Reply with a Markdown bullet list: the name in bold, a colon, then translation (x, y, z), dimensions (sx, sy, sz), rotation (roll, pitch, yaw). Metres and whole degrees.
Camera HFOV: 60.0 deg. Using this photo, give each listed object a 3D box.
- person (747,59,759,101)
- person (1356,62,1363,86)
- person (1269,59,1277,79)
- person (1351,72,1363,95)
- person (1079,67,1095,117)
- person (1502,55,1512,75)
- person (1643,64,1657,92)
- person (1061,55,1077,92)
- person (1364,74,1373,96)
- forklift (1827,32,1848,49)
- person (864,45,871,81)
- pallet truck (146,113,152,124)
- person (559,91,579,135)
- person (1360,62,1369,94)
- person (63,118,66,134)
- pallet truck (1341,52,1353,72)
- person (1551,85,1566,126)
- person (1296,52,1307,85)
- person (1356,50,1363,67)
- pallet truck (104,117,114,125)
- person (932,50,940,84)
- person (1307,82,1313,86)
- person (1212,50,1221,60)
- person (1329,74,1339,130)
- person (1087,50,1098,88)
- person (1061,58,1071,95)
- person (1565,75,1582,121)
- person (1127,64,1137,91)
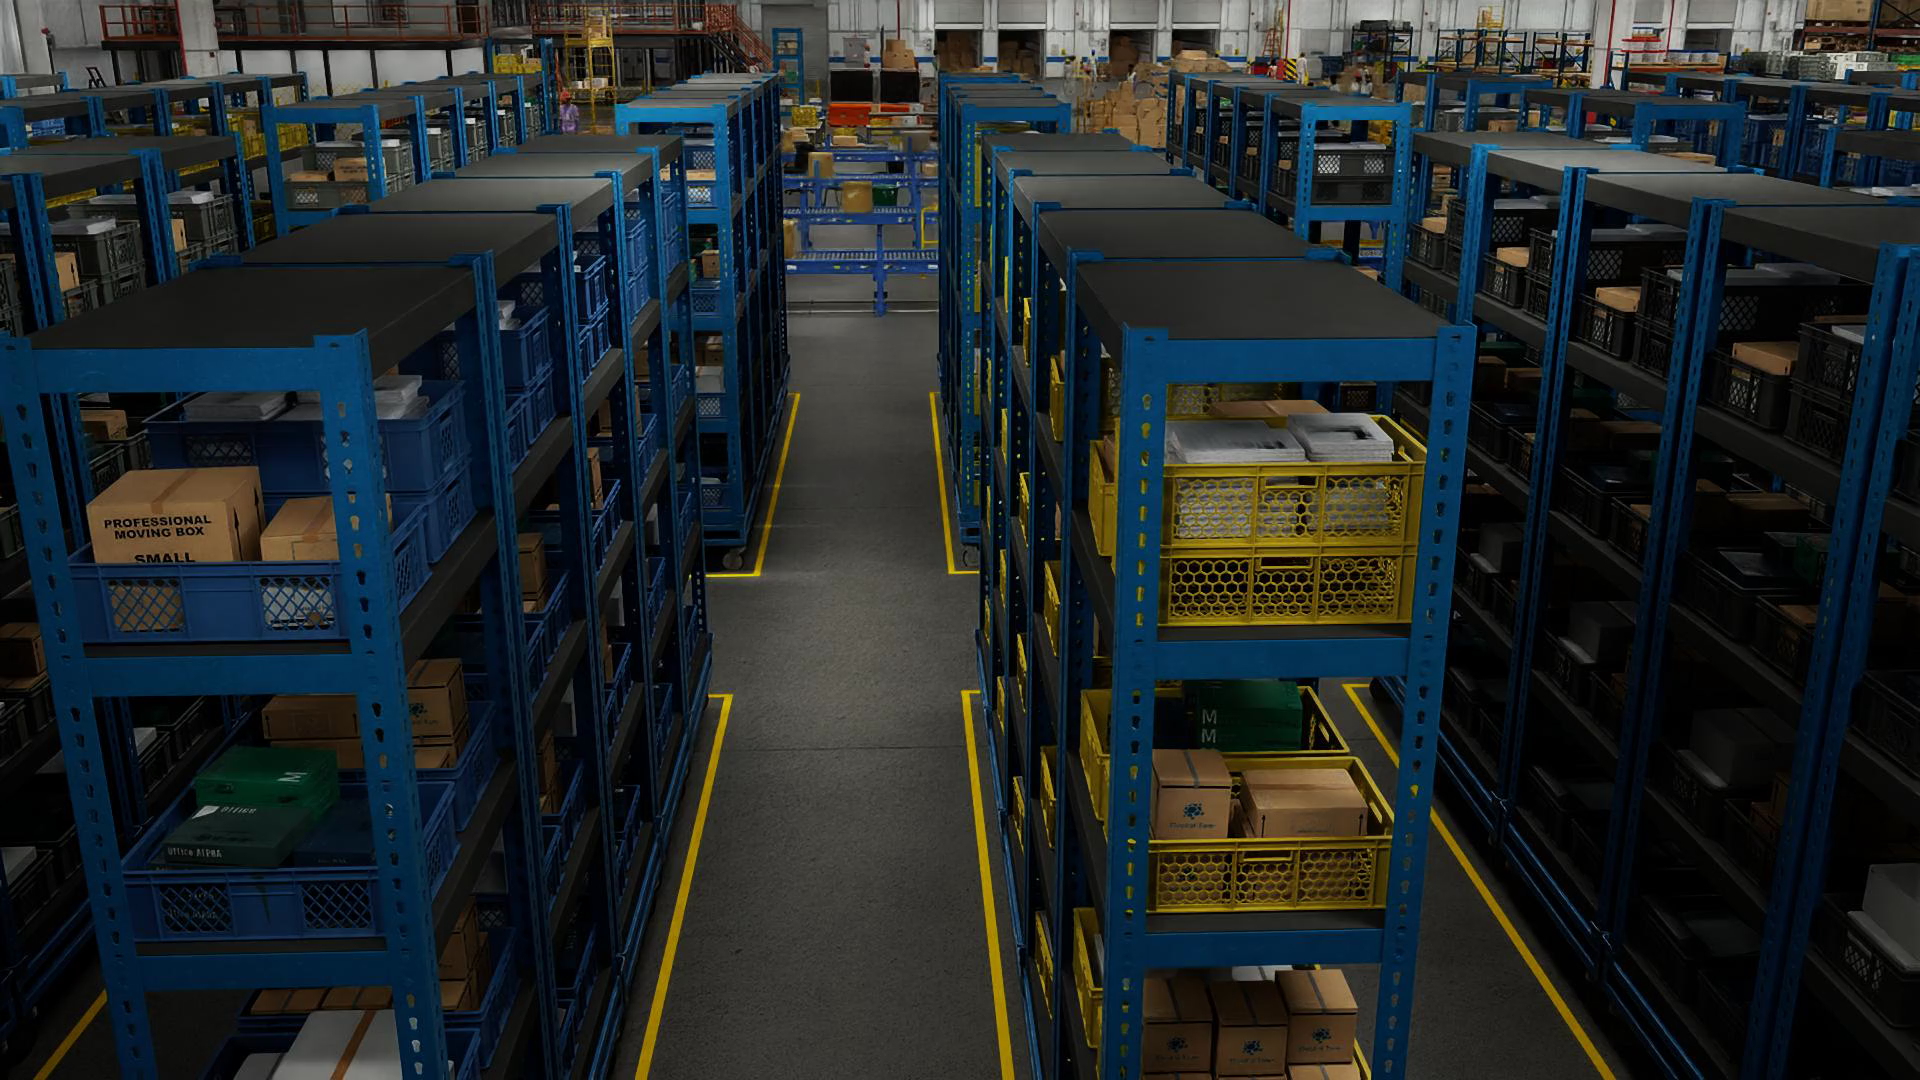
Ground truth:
- **person**: translation (-9.274, -20.646, 74.747), dimensions (0.584, 1.882, 0.345), rotation (2, 18, 6)
- **person**: translation (17.470, -20.048, 72.987), dimensions (0.406, 1.835, 0.512), rotation (9, 20, 25)
- **person**: translation (15.119, -22.397, 80.483), dimensions (0.533, 1.689, 0.321), rotation (-15, 23, -39)
- **person**: translation (14.208, -15.928, 60.127), dimensions (0.826, 1.910, 0.548), rotation (0, 18, 1)
- **person**: translation (5.008, -17.470, 64.874), dimensions (0.476, 1.913, 0.572), rotation (-9, 20, -25)
- **person**: translation (26.430, -22.444, 80.321), dimensions (0.982, 1.871, 0.612), rotation (13, 22, 36)
- **person**: translation (30.768, -20.457, 74.184), dimensions (0.621, 1.866, 0.435), rotation (-4, 18, -11)
- **person**: translation (5.499, -23.437, 83.546), dimensions (0.650, 1.798, 0.919), rotation (-8, 20, -23)
- **person**: translation (14.563, -15.695, 59.462), dimensions (0.327, 1.865, 0.518), rotation (0, 18, -1)
- **forklift**: translation (46.023, -25.321, 87.619), dimensions (1.129, 2.768, 1.873), rotation (-1, 18, -2)
- **person**: translation (-5.269, -27.096, 94.527), dimensions (0.389, 1.996, 0.612), rotation (-8, 20, -24)
- **pallet truck**: translation (-18.087, -8.309, 36.390), dimensions (1.885, 1.965, 0.823), rotation (-1, 18, -4)
- **person**: translation (-10.536, -11.035, 44.753), dimensions (0.615, 2.041, 0.392), rotation (9, 20, 25)
- **person**: translation (17.353, -19.593, 71.514), dimensions (0.317, 1.870, 0.523), rotation (-6, 19, -17)
- **person**: translation (-22.991, -10.168, 42.286), dimensions (0.642, 1.910, 0.401), rotation (-8, 19, -23)
- **pallet truck**: translation (18.794, -23.123, 82.231), dimensions (0.823, 1.965, 1.885), rotation (-13, 22, -35)
- **person**: translation (19.576, -14.029, 54.514), dimensions (0.876, 1.719, 0.552), rotation (14, 23, 37)
- **person**: translation (17.068, -23.378, 83.115), dimensions (0.372, 1.940, 0.632), rotation (-17, 24, -42)
- **person**: translation (21.079, -25.014, 88.254), dimensions (0.990, 1.883, 0.564), rotation (8, 20, 23)
- **pallet truck**: translation (-18.367, -7.885, 35.078), dimensions (1.885, 1.965, 0.823), rotation (1, 18, 2)
- **person**: translation (-1.314, -26.047, 91.555), dimensions (0.429, 1.831, 0.640), rotation (-3, 18, -9)
- **person**: translation (11.947, -14.855, 57.136), dimensions (0.320, 1.692, 0.534), rotation (7, 19, 19)
- **person**: translation (13.402, -24.631, 87.036), dimensions (0.595, 1.912, 0.467), rotation (-8, 20, -23)
- **person**: translation (12.943, -15.134, 57.618), dimensions (0.515, 1.932, 0.610), rotation (4, 18, 13)
- **person**: translation (6.952, -24.705, 87.206), dimensions (0.605, 1.948, 0.406), rotation (3, 18, 8)
- **person**: translation (5.134, -22.377, 80.347), dimensions (0.561, 1.723, 0.519), rotation (12, 22, 34)
- **person**: translation (20.171, -14.309, 54.888), dimensions (0.676, 2.000, 0.536), rotation (10, 21, 29)
- **person**: translation (6.958, -18.311, 67.471), dimensions (0.374, 1.914, 0.596), rotation (-9, 20, -27)
